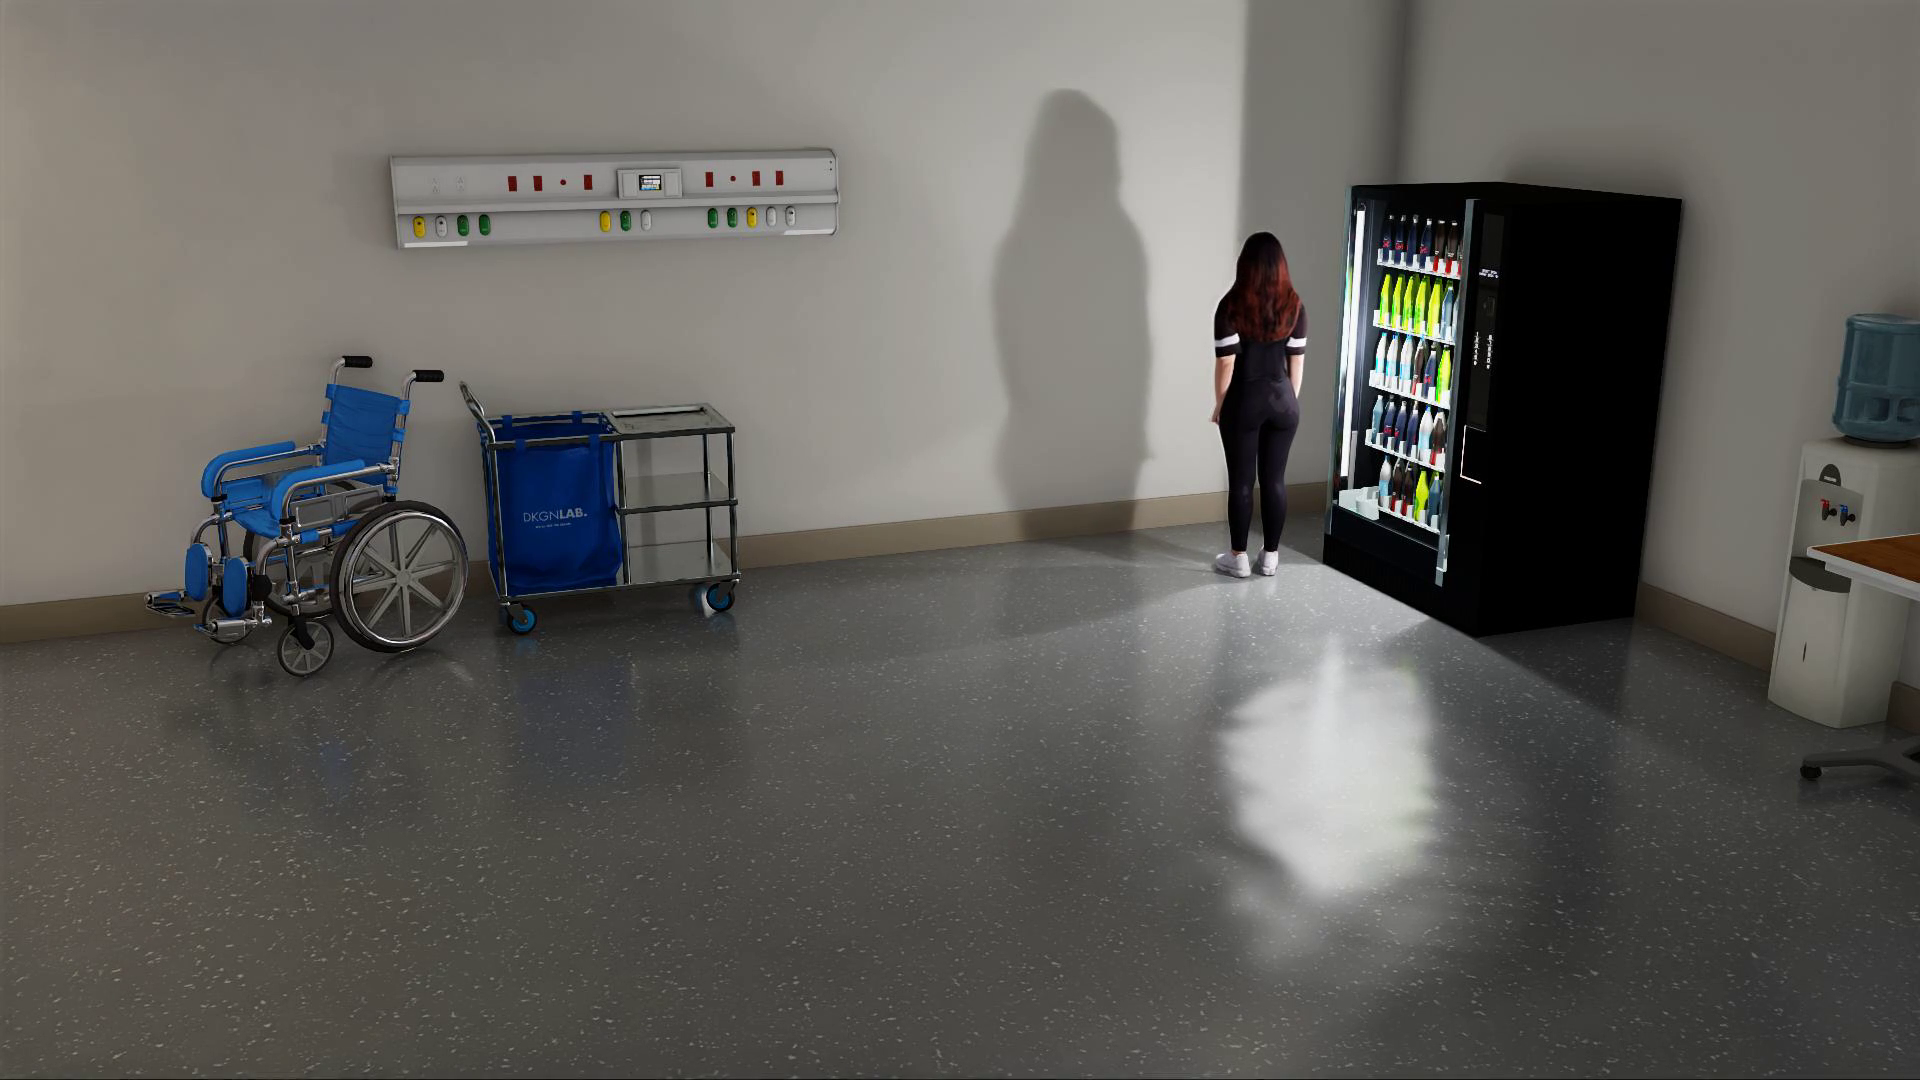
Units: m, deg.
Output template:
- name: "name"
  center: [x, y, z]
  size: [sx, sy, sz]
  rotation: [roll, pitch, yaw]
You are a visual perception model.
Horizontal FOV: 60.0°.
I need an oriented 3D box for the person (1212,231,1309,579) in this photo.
- name: "person"
  center: [1.406, -0.635, 7.858]
  size: [0.646, 1.637, 0.636]
  rotation: [-3, 16, -9]
